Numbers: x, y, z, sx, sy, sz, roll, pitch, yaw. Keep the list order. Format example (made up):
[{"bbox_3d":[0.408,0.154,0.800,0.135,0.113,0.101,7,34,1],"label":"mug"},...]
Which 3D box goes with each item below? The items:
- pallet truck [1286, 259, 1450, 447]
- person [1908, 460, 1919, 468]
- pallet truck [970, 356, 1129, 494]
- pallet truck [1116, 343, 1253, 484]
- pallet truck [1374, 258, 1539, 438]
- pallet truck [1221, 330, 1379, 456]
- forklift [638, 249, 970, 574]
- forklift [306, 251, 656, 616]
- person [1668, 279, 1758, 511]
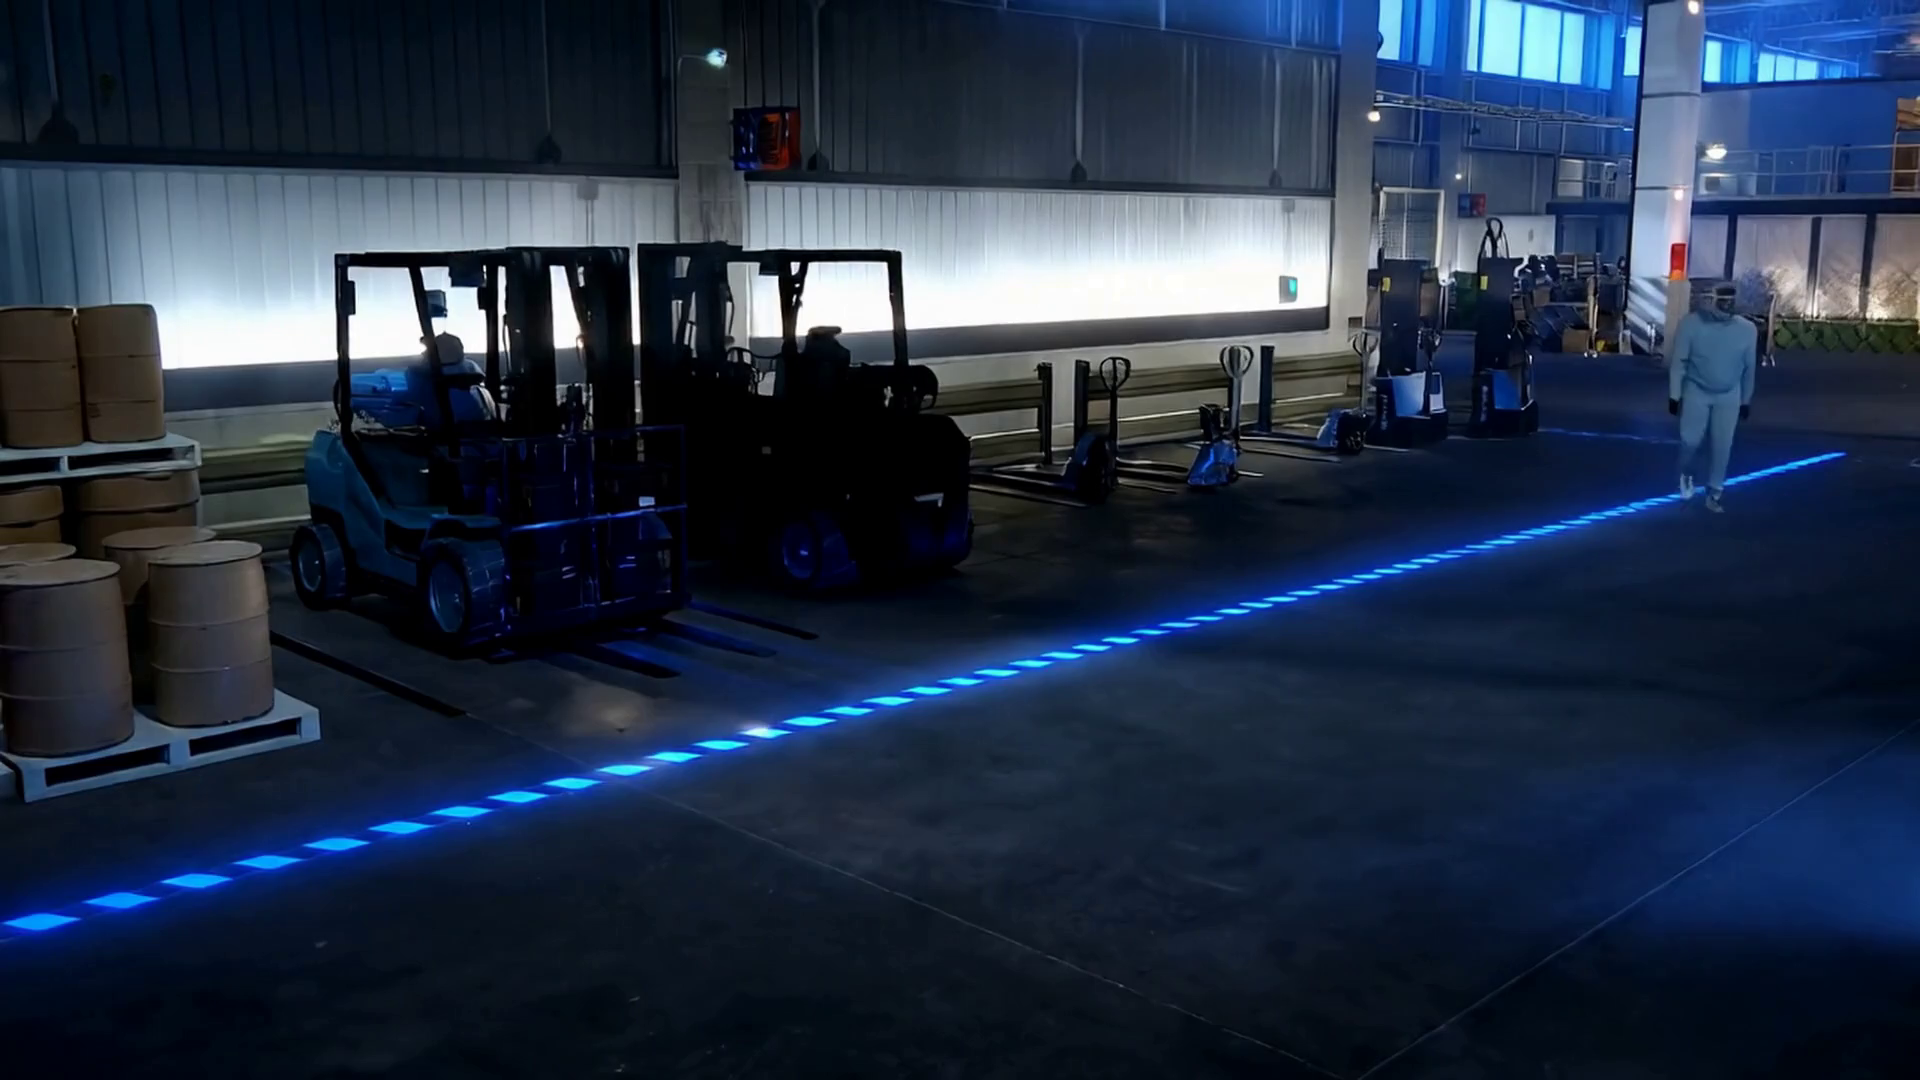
[{"bbox_3d":[4.493,-2.078,18.196,0.823,1.965,1.885,-9,14,-40],"label":"pallet truck"},{"bbox_3d":[9.392,-1.660,15.789,0.373,2.042,0.614,-1,10,-8],"label":"person"},{"bbox_3d":[0.784,-1.085,14.876,0.680,1.201,1.601,-10,14,-44],"label":"pallet truck"},{"bbox_3d":[1.962,-1.215,15.415,1.522,1.261,0.704,10,14,43],"label":"pallet truck"},{"bbox_3d":[5.704,-2.208,18.901,1.885,1.965,0.823,10,14,43],"label":"pallet truck"},{"bbox_3d":[3.563,-1.581,17.381,0.653,1.274,1.630,-10,14,-44],"label":"pallet truck"},{"bbox_3d":[-1.173,-0.958,11.239,2.680,1.987,1.157,10,14,43],"label":"forklift"},{"bbox_3d":[-2.833,-0.669,9.694,1.157,1.987,2.680,-10,14,-44],"label":"forklift"},{"bbox_3d":[6.169,-1.192,13.647,0.665,1.891,0.472,2,11,11],"label":"person"}]
